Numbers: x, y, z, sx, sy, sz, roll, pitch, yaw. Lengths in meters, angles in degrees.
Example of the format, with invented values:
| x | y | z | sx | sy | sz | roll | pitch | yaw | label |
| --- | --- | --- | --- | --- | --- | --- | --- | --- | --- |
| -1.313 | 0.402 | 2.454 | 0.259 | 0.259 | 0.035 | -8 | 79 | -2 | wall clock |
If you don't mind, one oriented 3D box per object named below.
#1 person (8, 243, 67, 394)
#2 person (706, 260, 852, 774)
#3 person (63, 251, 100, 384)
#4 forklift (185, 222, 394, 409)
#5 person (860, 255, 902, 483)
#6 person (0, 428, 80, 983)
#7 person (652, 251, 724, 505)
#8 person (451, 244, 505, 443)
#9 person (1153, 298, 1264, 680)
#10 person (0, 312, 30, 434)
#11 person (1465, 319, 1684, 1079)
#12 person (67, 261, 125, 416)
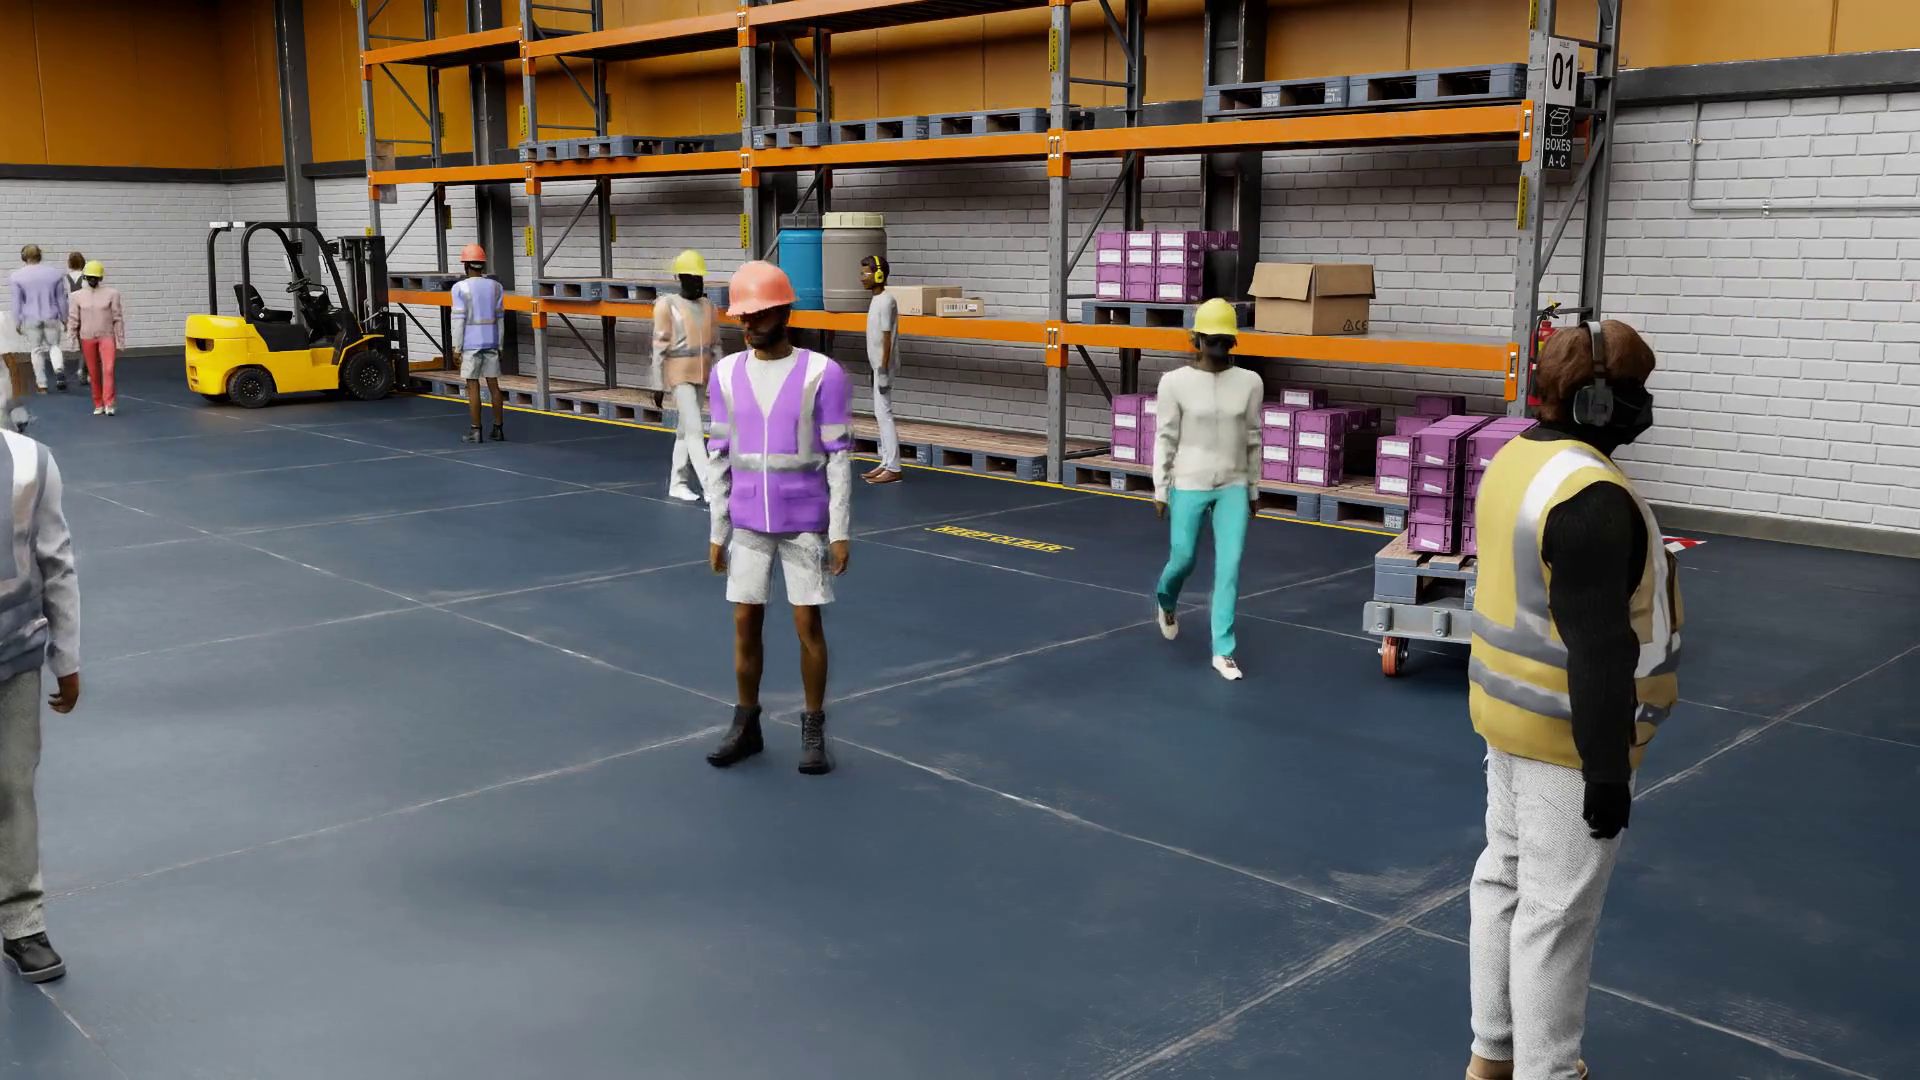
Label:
| x | y | z | sx | sy | sz | roll | pitch | yaw | label |
| --- | --- | --- | --- | --- | --- | --- | --- | --- | --- |
| -11.659 | -2.795 | 21.099 | 0.649 | 1.924 | 0.589 | -9 | 14 | -40 | person |
| -0.701 | -0.071 | 6.259 | 0.612 | 1.924 | 0.385 | 2 | 11 | 13 | person |
| -12.002 | -3.031 | 22.728 | 0.511 | 1.816 | 0.931 | -1 | 10 | -8 | person |
| -8.169 | -2.758 | 20.163 | 2.313 | 2.155 | 1.214 | -10 | 14 | -44 | forklift |
| -0.653 | -1.395 | 13.665 | 0.320 | 1.860 | 0.505 | -2 | 11 | -11 | person |
| -2.653 | 0.318 | 4.409 | 0.600 | 1.829 | 0.403 | -9 | 14 | -40 | person |
| -1.928 | -1.201 | 12.476 | 0.871 | 1.893 | 0.612 | 7 | 13 | 34 | person |
| -4.722 | -1.909 | 16.252 | 0.375 | 1.935 | 0.555 | 9 | 14 | 42 | person |
| 1.147 | -0.265 | 7.808 | 0.532 | 1.742 | 0.726 | -2 | 11 | -9 | person |
| -6.222 | -0.823 | 10.637 | 0.609 | 1.828 | 0.380 | 6 | 12 | 30 | person |
| 1.356 | 0.437 | 3.706 | 0.430 | 1.845 | 0.619 | 0 | 10 | 0 | person |
| -9.642 | -2.231 | 18.552 | 0.560 | 1.722 | 0.835 | -4 | 11 | -21 | person |
